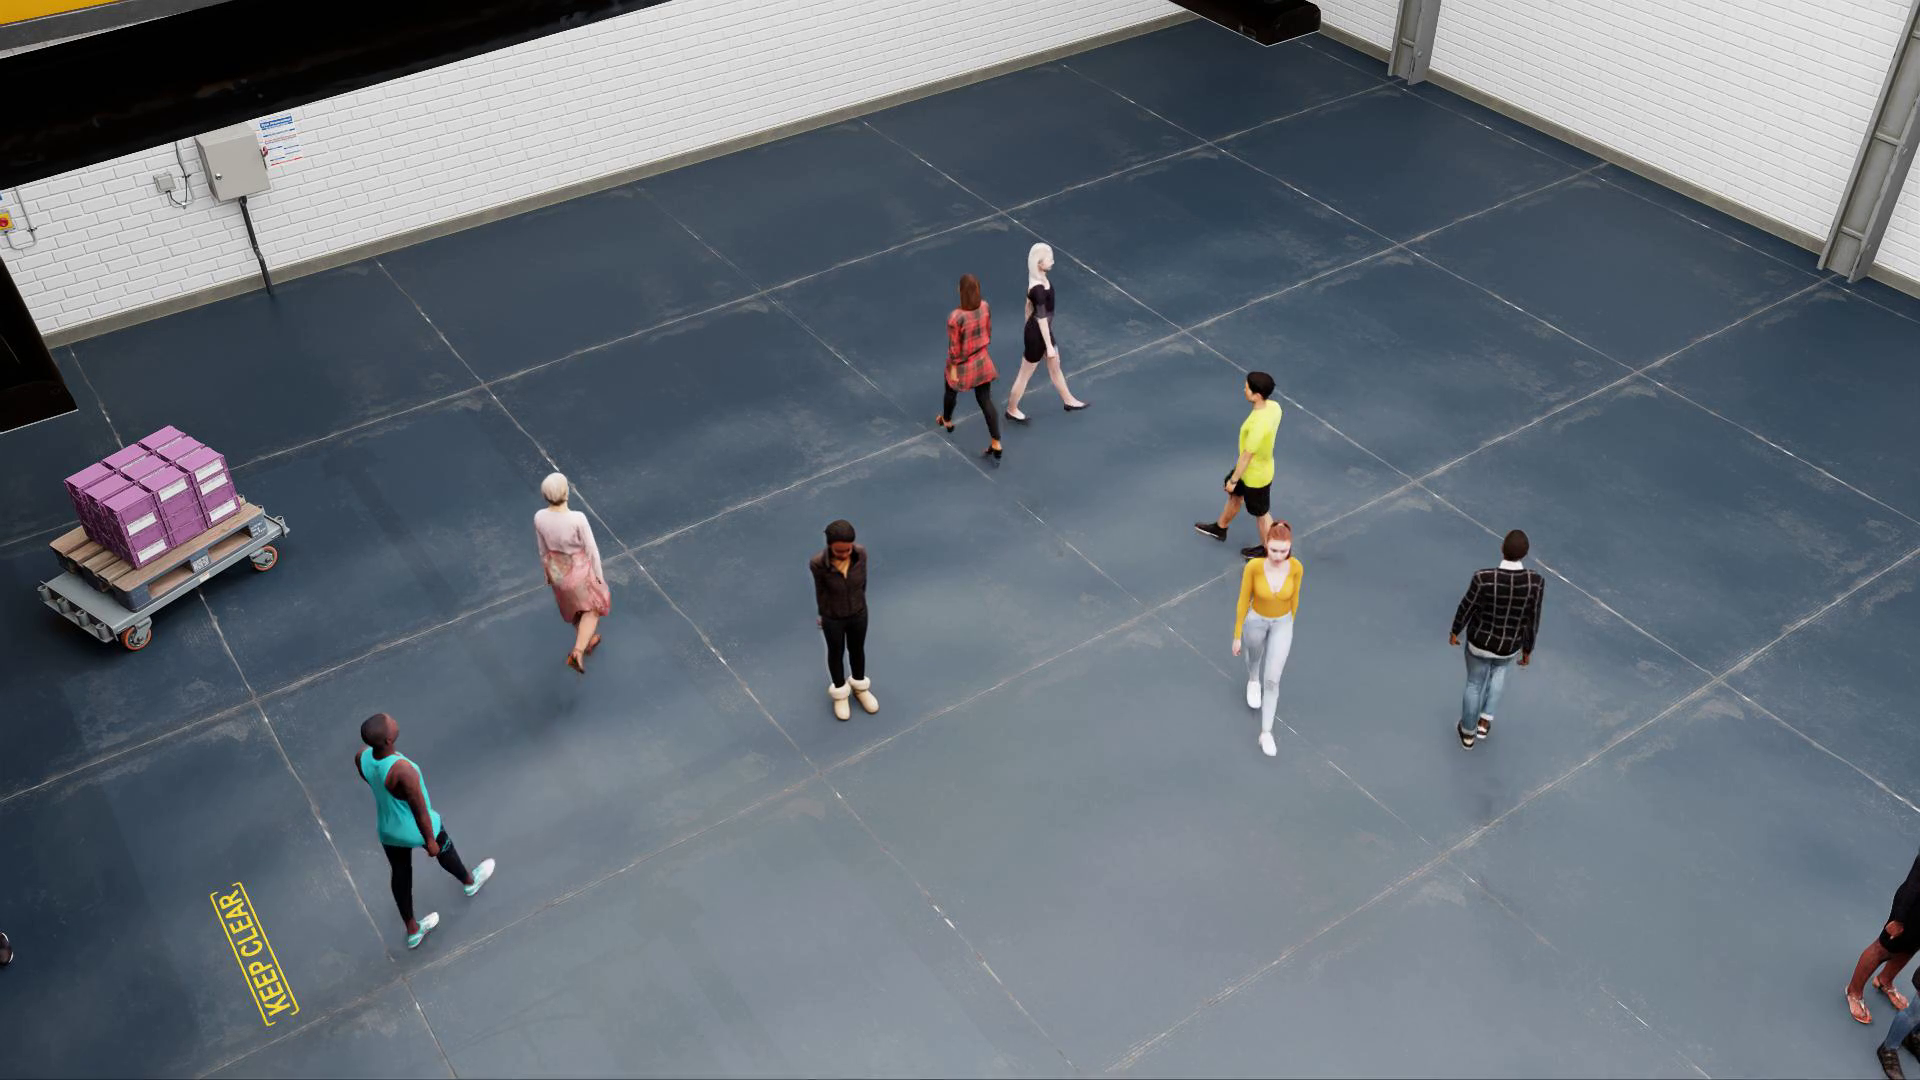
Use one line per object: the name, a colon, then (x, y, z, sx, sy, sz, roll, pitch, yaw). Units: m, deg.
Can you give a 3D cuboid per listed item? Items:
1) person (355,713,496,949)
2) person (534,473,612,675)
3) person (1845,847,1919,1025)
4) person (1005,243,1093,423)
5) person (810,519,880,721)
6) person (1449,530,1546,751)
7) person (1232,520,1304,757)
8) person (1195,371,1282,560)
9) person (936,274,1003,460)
person: (-3.376, 1.787, 9.958, 1.026, 1.790, 1.002, 15, 41, 18)
person: (-2.796, 0.279, 11.936, 0.890, 1.679, 0.940, 8, 39, 10)
person: (5.558, 2.126, 9.589, 0.675, 1.721, 0.629, -9, 40, -11)
person: (0.572, -1.736, 14.362, 0.995, 1.800, 1.049, -3, 39, -4)
person: (-0.821, 0.501, 11.672, 0.650, 1.660, 0.603, -23, 44, -26)
person: (3.619, 0.746, 11.246, 0.812, 1.810, 0.863, 5, 39, 6)
person: (2.113, 0.546, 11.577, 1.019, 1.709, 1.160, 1, 39, 2)
person: (2.386, -0.541, 12.961, 1.037, 1.680, 0.943, 9, 40, 12)
person: (0.141, -1.436, 14.097, 0.627, 1.661, 1.089, -23, 44, -26)
